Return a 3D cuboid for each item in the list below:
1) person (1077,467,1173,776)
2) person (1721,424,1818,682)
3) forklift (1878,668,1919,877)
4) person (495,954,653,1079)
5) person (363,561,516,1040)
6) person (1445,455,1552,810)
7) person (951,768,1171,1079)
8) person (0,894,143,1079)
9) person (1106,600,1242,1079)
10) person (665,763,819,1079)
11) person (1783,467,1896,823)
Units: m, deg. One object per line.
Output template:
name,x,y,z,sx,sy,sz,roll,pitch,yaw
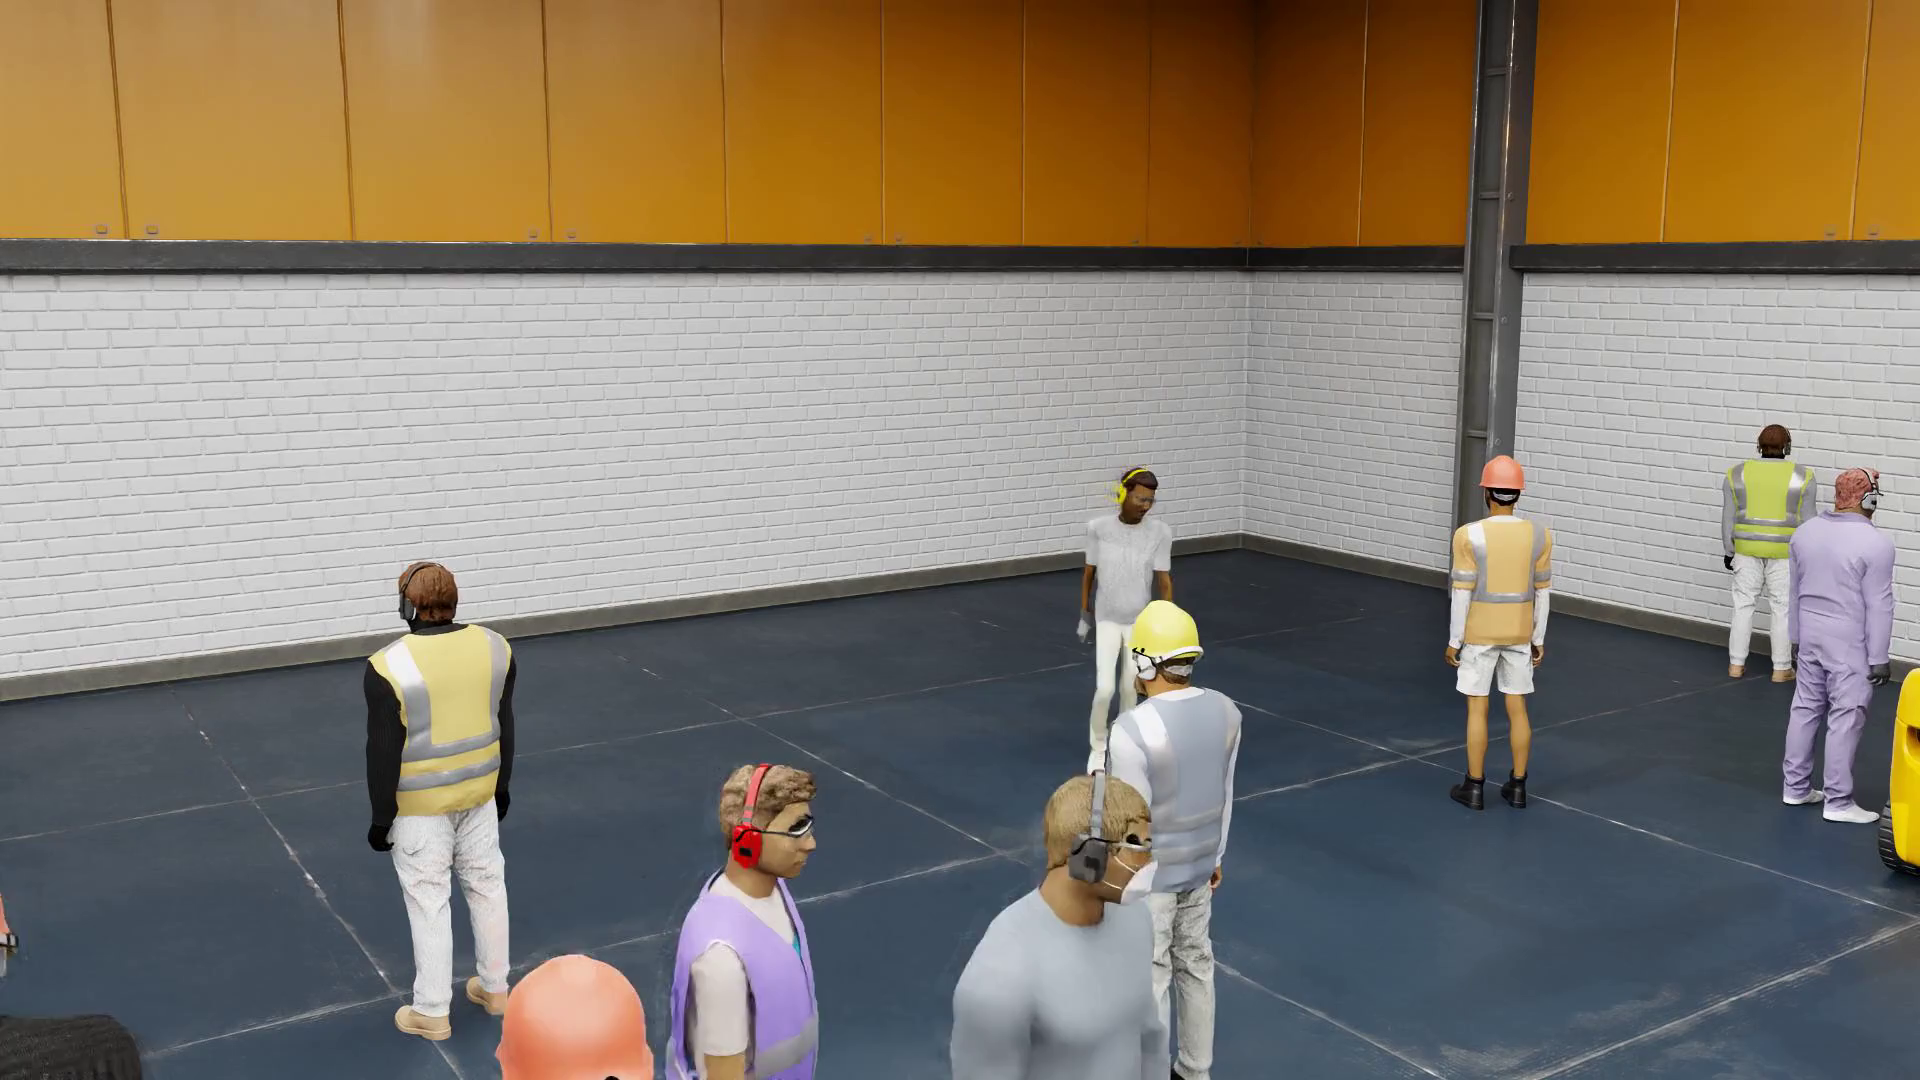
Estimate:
person,0.955,0.476,9.567,0.535,1.830,0.552,0,9,2
person,5.760,0.090,11.864,0.627,1.844,0.429,7,11,34
forklift,5.511,0.571,7.906,2.313,2.155,1.214,-6,11,-33
person,-0.629,1.585,2.732,0.565,1.883,1.016,-6,11,-32
person,-2.010,0.993,6.426,0.429,1.842,0.629,8,12,40
person,2.917,0.505,9.075,0.552,1.935,0.374,-1,9,-4
person,0.307,1.439,3.563,0.739,1.897,0.669,6,11,34
person,-1.861,1.488,3.066,0.905,1.960,0.647,8,12,39
person,0.691,1.113,5.728,0.602,1.830,0.404,-8,13,-41
person,-0.578,1.417,3.974,0.665,1.825,0.569,0,9,2
person,4.722,0.554,8.904,0.399,1.900,0.645,-3,10,-15
